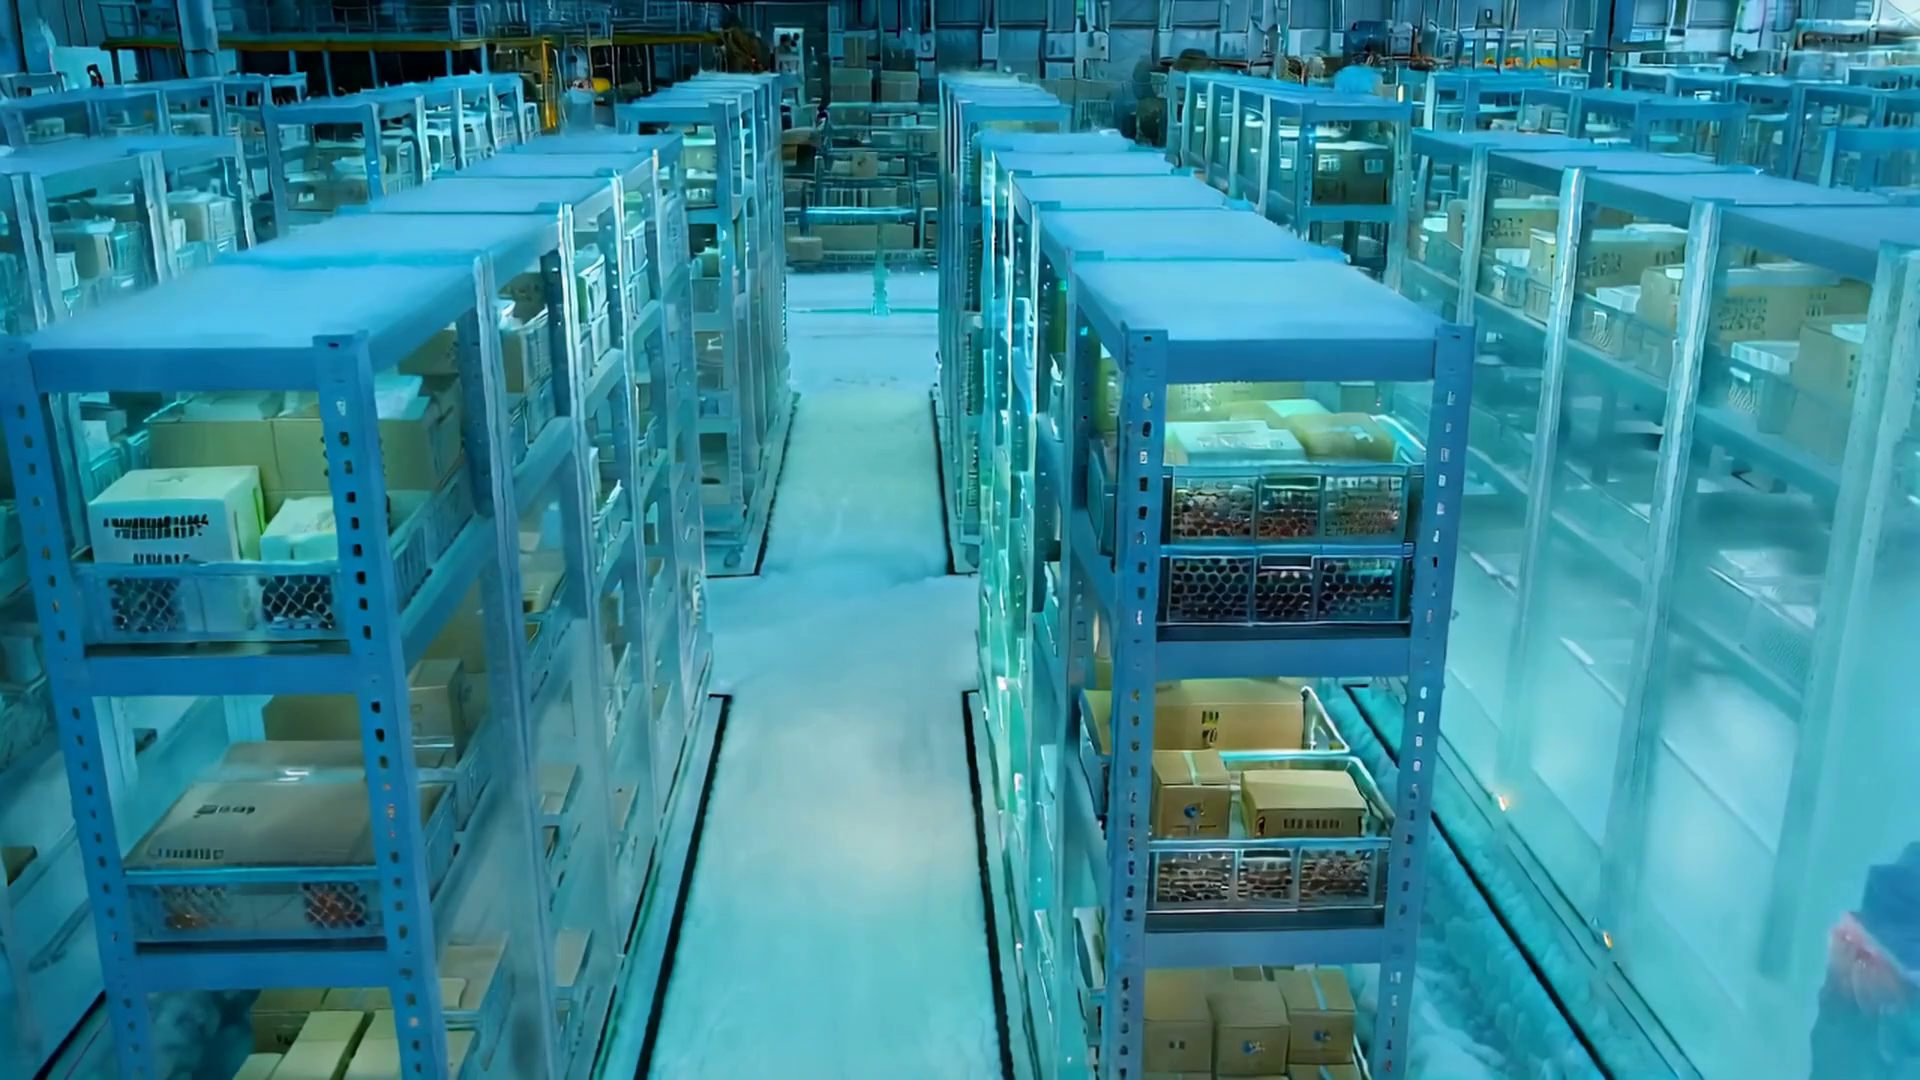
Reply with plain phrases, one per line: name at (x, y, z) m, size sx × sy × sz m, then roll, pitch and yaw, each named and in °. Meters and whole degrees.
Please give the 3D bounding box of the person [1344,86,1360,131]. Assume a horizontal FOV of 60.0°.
person at (12.295, -13.209, 51.842) m, size 0.599 × 1.816 × 0.637 m, roll -1°, pitch 18°, yaw -2°

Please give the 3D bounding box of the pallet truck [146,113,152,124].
pallet truck at (-18.087, -8.309, 36.390) m, size 1.885 × 1.965 × 0.823 m, roll -1°, pitch 18°, yaw -4°

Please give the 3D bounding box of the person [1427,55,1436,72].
person at (23.189, -22.936, 81.927) m, size 0.477 × 1.828 × 0.629 m, roll 8°, pitch 19°, yaw 23°

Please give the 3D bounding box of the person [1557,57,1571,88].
person at (29.126, -22.410, 80.211) m, size 0.504 × 1.878 × 0.616 m, roll -11°, pitch 21°, yaw -30°

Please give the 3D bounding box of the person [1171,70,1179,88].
person at (7.803, -16.111, 60.570) m, size 0.601 × 1.968 × 0.645 m, roll 8°, pitch 20°, yaw 24°

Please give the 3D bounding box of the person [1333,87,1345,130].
person at (12.263, -13.738, 53.682) m, size 0.538 × 1.688 × 0.448 m, roll 0°, pitch 18°, yaw 0°

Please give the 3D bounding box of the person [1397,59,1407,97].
person at (20.983, -21.961, 79.048) m, size 0.509 × 1.728 × 0.364 m, roll -4°, pitch 18°, yaw -13°

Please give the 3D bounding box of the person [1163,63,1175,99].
person at (8.296, -17.721, 65.447) m, size 0.688 × 2.000 × 0.536 m, roll -3°, pitch 18°, yaw -9°

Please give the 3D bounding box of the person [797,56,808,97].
person at (-7.504, -22.115, 79.247) m, size 0.552 × 1.914 × 0.763 m, roll -2°, pitch 18°, yaw -7°

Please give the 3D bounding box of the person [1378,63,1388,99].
person at (17.997, -19.397, 70.942) m, size 0.391 × 1.856 × 0.533 m, roll -14°, pitch 23°, yaw -37°

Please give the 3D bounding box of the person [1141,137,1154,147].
person at (3.675, -7.231, 33.470) m, size 0.847 × 1.729 × 0.533 m, roll -11°, pitch 21°, yaw -30°

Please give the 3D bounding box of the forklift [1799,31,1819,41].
forklift at (45.907, -26.183, 90.288) m, size 1.129 × 2.768 × 1.873 m, roll -1°, pitch 18°, yaw -2°

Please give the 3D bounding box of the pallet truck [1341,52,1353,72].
pallet truck at (18.794, -23.123, 82.231) m, size 0.823 × 1.965 × 1.885 m, roll -13°, pitch 22°, yaw -35°

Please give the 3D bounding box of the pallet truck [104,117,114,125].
pallet truck at (-18.367, -7.885, 35.078) m, size 1.885 × 1.965 × 0.823 m, roll 1°, pitch 18°, yaw 2°

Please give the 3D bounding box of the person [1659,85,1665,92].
person at (25.268, -15.732, 59.455) m, size 0.553 × 1.935 × 0.361 m, roll 7°, pitch 19°, yaw 22°

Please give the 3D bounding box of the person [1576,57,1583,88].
person at (28.620, -21.324, 76.808) m, size 0.613 × 1.902 × 0.645 m, roll -13°, pitch 22°, yaw -34°

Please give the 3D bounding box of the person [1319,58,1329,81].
person at (18.326, -23.522, 84.017) m, size 0.857 × 1.652 × 0.536 m, roll 14°, pitch 23°, yaw 37°

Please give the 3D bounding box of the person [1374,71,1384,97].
person at (16.194, -17.230, 64.392) m, size 0.341 × 1.757 × 0.553 m, roll 6°, pitch 19°, yaw 17°

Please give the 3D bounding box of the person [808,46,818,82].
person at (-8.288, -26.916, 94.046) m, size 0.615 × 1.947 × 0.388 m, roll -16°, pitch 24°, yaw -41°

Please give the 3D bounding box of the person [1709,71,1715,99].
person at (29.386, -17.636, 65.302) m, size 0.611 × 1.966 × 0.362 m, roll 2°, pitch 18°, yaw 8°

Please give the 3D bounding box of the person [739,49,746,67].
person at (-11.998, -25.926, 91.105) m, size 0.998 × 1.873 × 0.596 m, roll 1°, pitch 18°, yaw 2°

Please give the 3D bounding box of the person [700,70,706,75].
person at (-8.987, -15.546, 58.711) m, size 0.391 × 2.041 × 0.615 m, roll 8°, pitch 20°, yaw 23°

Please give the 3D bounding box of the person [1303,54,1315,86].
person at (16.667, -22.196, 79.458) m, size 0.353 × 1.936 × 0.635 m, roll -14°, pitch 23°, yaw -37°

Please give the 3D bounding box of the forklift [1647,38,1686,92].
forklift at (30.830, -20.350, 72.237) m, size 1.129 × 2.768 × 1.873 m, roll -1°, pitch 18°, yaw -2°
